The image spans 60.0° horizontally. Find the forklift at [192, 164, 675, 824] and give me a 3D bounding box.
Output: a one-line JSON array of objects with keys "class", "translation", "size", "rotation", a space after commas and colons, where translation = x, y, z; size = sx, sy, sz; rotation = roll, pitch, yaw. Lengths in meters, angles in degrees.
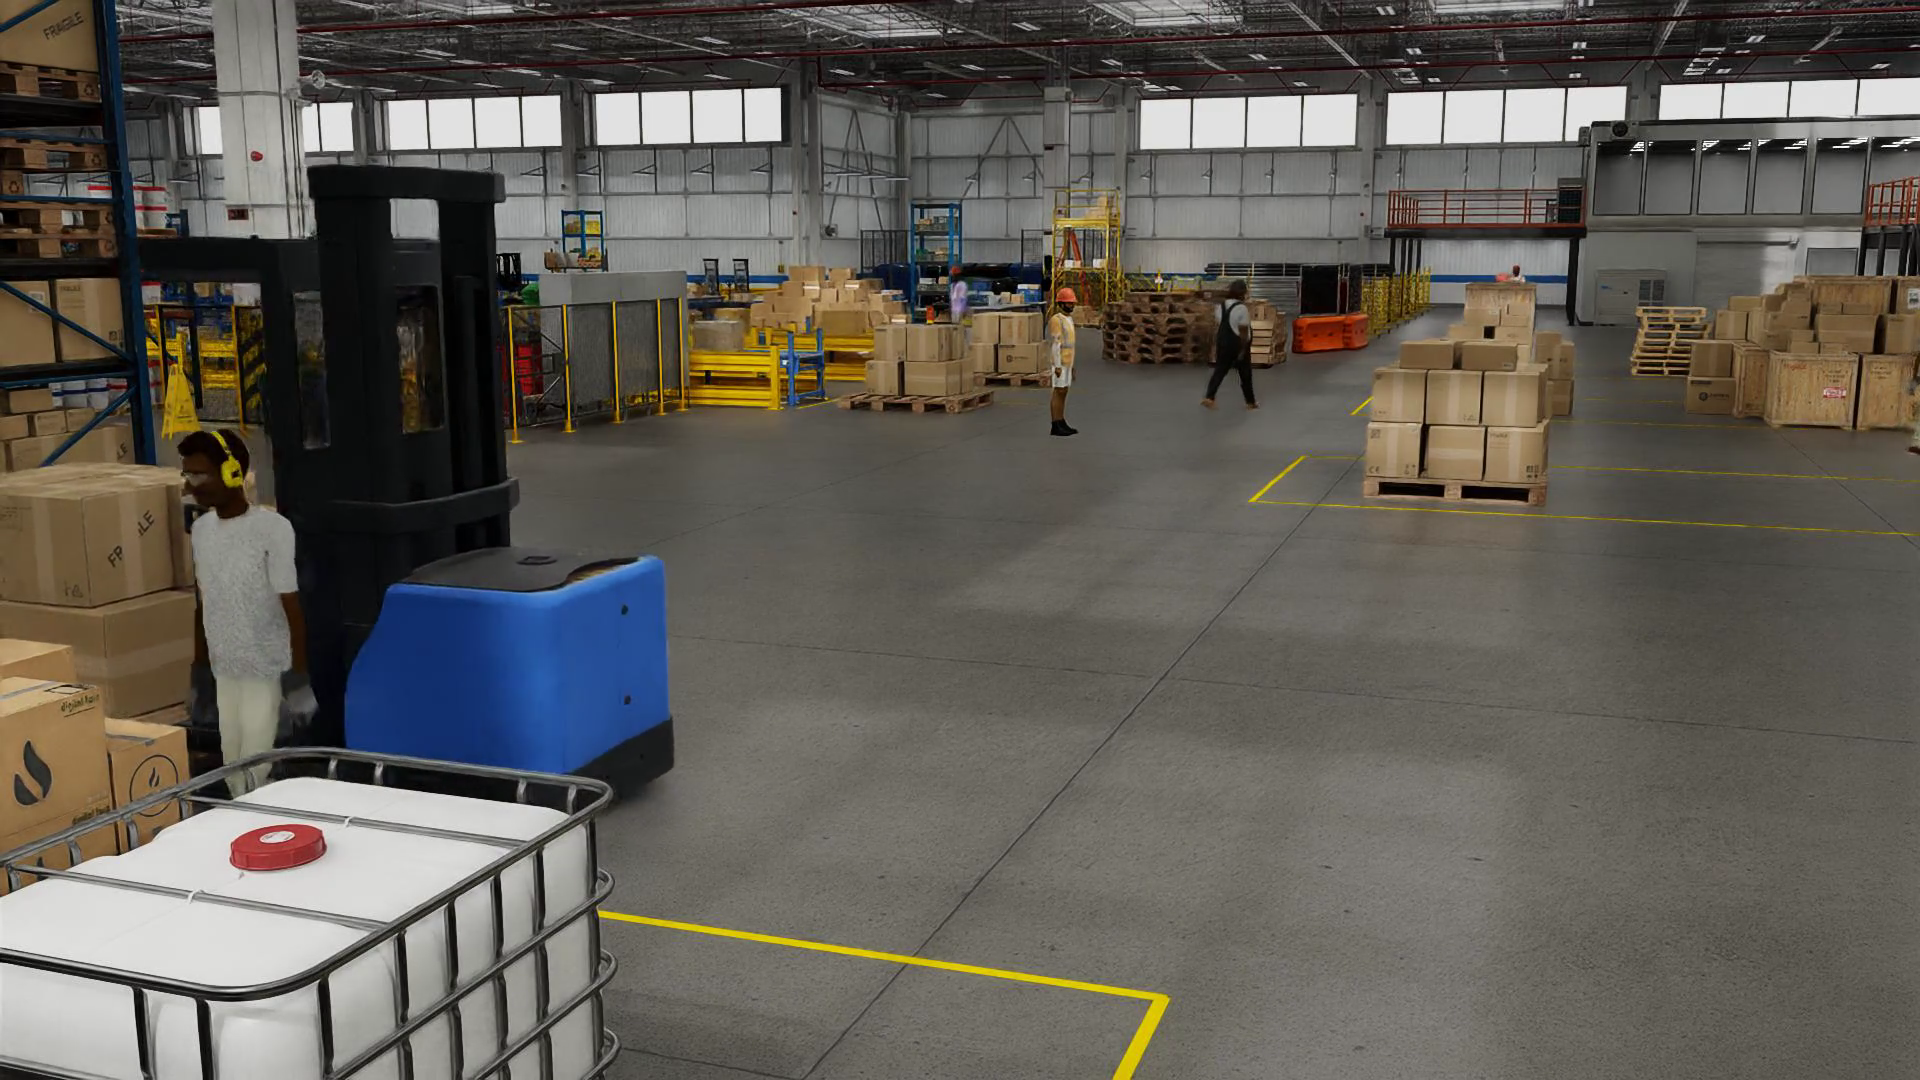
[{"class": "forklift", "translation": [-2.360, -0.238, 7.412], "size": [1.873, 2.768, 1.129], "rotation": [3, 11, 19]}]

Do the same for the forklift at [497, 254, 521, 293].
[{"class": "forklift", "translation": [-17.990, -10.121, 64.684], "size": [1.157, 1.987, 2.680], "rotation": [3, 11, 17]}]

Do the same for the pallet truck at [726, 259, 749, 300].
[{"class": "pallet truck", "translation": [-7.986, -9.493, 62.019], "size": [0.823, 1.965, 1.885], "rotation": [3, 11, 17]}]

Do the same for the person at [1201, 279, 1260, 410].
[{"class": "person", "translation": [4.136, -2.990, 25.274], "size": [0.989, 2.000, 0.677], "rotation": [-8, 13, -38]}]

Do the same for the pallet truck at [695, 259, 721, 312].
[{"class": "pallet truck", "translation": [-9.165, -9.627, 62.776], "size": [0.823, 1.965, 1.885], "rotation": [4, 11, 23]}]

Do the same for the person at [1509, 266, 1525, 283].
[{"class": "person", "translation": [16.644, -7.269, 49.821], "size": [0.359, 1.882, 0.575], "rotation": [-7, 12, -34]}]

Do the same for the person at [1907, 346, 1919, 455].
[{"class": "person", "translation": [11.558, -1.867, 19.513], "size": [0.564, 1.835, 0.895], "rotation": [-3, 11, -18]}]

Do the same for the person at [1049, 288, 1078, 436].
[{"class": "person", "translation": [1.377, -2.342, 21.917], "size": [0.360, 1.939, 0.543], "rotation": [4, 11, 23]}]

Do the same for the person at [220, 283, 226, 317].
[{"class": "person", "translation": [-25.303, -8.493, 56.901], "size": [0.438, 1.812, 0.614], "rotation": [-8, 13, -40]}]

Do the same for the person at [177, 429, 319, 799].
[{"class": "person", "translation": [-2.596, 0.507, 6.121], "size": [0.533, 1.845, 0.454], "rotation": [5, 11, 27]}]

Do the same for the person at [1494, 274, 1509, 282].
[{"class": "person", "translation": [10.124, -4.041, 31.436], "size": [0.652, 1.946, 0.981], "rotation": [-6, 12, -29]}]

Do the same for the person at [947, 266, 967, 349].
[{"class": "person", "translation": [-0.099, -5.307, 38.371], "size": [0.462, 2.022, 0.628], "rotation": [-6, 11, -29]}]
